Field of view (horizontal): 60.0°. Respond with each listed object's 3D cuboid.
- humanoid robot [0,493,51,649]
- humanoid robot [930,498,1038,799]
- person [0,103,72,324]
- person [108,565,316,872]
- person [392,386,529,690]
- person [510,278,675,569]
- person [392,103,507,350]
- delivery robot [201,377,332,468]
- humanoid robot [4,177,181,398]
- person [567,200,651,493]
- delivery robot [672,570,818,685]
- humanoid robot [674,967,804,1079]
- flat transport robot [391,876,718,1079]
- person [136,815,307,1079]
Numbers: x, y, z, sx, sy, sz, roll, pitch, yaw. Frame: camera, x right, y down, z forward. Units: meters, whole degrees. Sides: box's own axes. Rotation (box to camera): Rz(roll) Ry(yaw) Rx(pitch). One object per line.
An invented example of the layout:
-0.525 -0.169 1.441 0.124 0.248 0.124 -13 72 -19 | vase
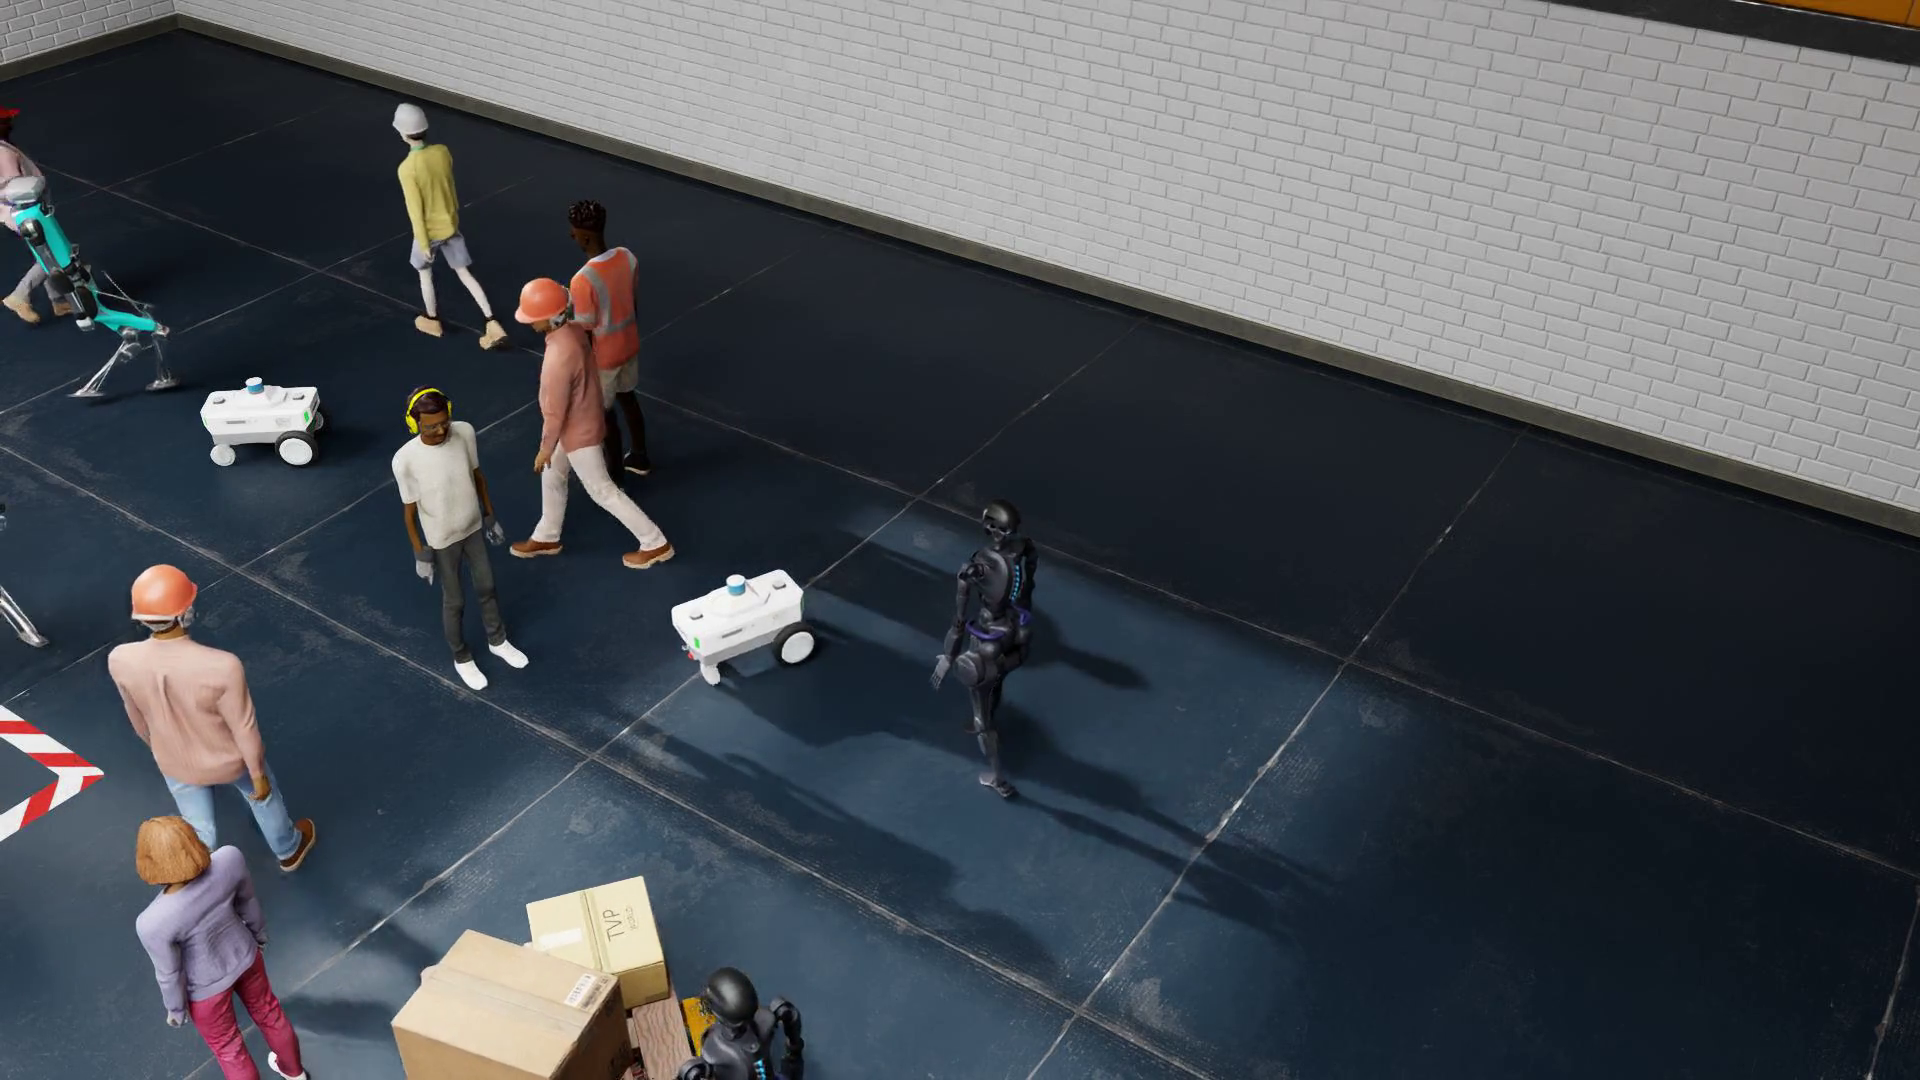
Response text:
-5.654 -0.149 9.216 0.886 1.774 0.559 16 38 21 | humanoid robot
0.129 0.513 8.330 0.610 1.639 0.598 -28 44 -34 | humanoid robot
-7.027 -2.426 12.449 0.501 1.732 0.632 -20 40 -26 | person
-3.382 0.970 7.414 0.618 1.954 0.987 1 35 2 | person
-2.687 -0.014 8.905 0.346 1.856 0.521 25 42 31 | person
-2.238 -0.661 9.763 0.985 1.943 0.595 -6 35 -8 | person
-3.776 -2.272 12.123 0.905 1.859 0.471 25 42 31 | person
-4.648 -0.801 11.176 0.811 0.613 0.499 -3 35 -5 | delivery robot
-5.838 -1.701 11.438 0.975 1.730 0.558 -13 37 -18 | humanoid robot
-2.229 -1.217 10.542 0.388 1.950 0.615 13 37 18 | person
-1.226 0.450 9.364 0.753 0.587 0.520 -20 40 -26 | delivery robot
-0.777 2.127 5.989 0.603 1.652 0.332 -28 44 -34 | humanoid robot
-1.575 2.311 6.960 1.431 0.231 0.659 -11 37 -16 | flat transport robot
-2.950 1.717 6.617 0.278 1.632 0.506 15 38 20 | person
